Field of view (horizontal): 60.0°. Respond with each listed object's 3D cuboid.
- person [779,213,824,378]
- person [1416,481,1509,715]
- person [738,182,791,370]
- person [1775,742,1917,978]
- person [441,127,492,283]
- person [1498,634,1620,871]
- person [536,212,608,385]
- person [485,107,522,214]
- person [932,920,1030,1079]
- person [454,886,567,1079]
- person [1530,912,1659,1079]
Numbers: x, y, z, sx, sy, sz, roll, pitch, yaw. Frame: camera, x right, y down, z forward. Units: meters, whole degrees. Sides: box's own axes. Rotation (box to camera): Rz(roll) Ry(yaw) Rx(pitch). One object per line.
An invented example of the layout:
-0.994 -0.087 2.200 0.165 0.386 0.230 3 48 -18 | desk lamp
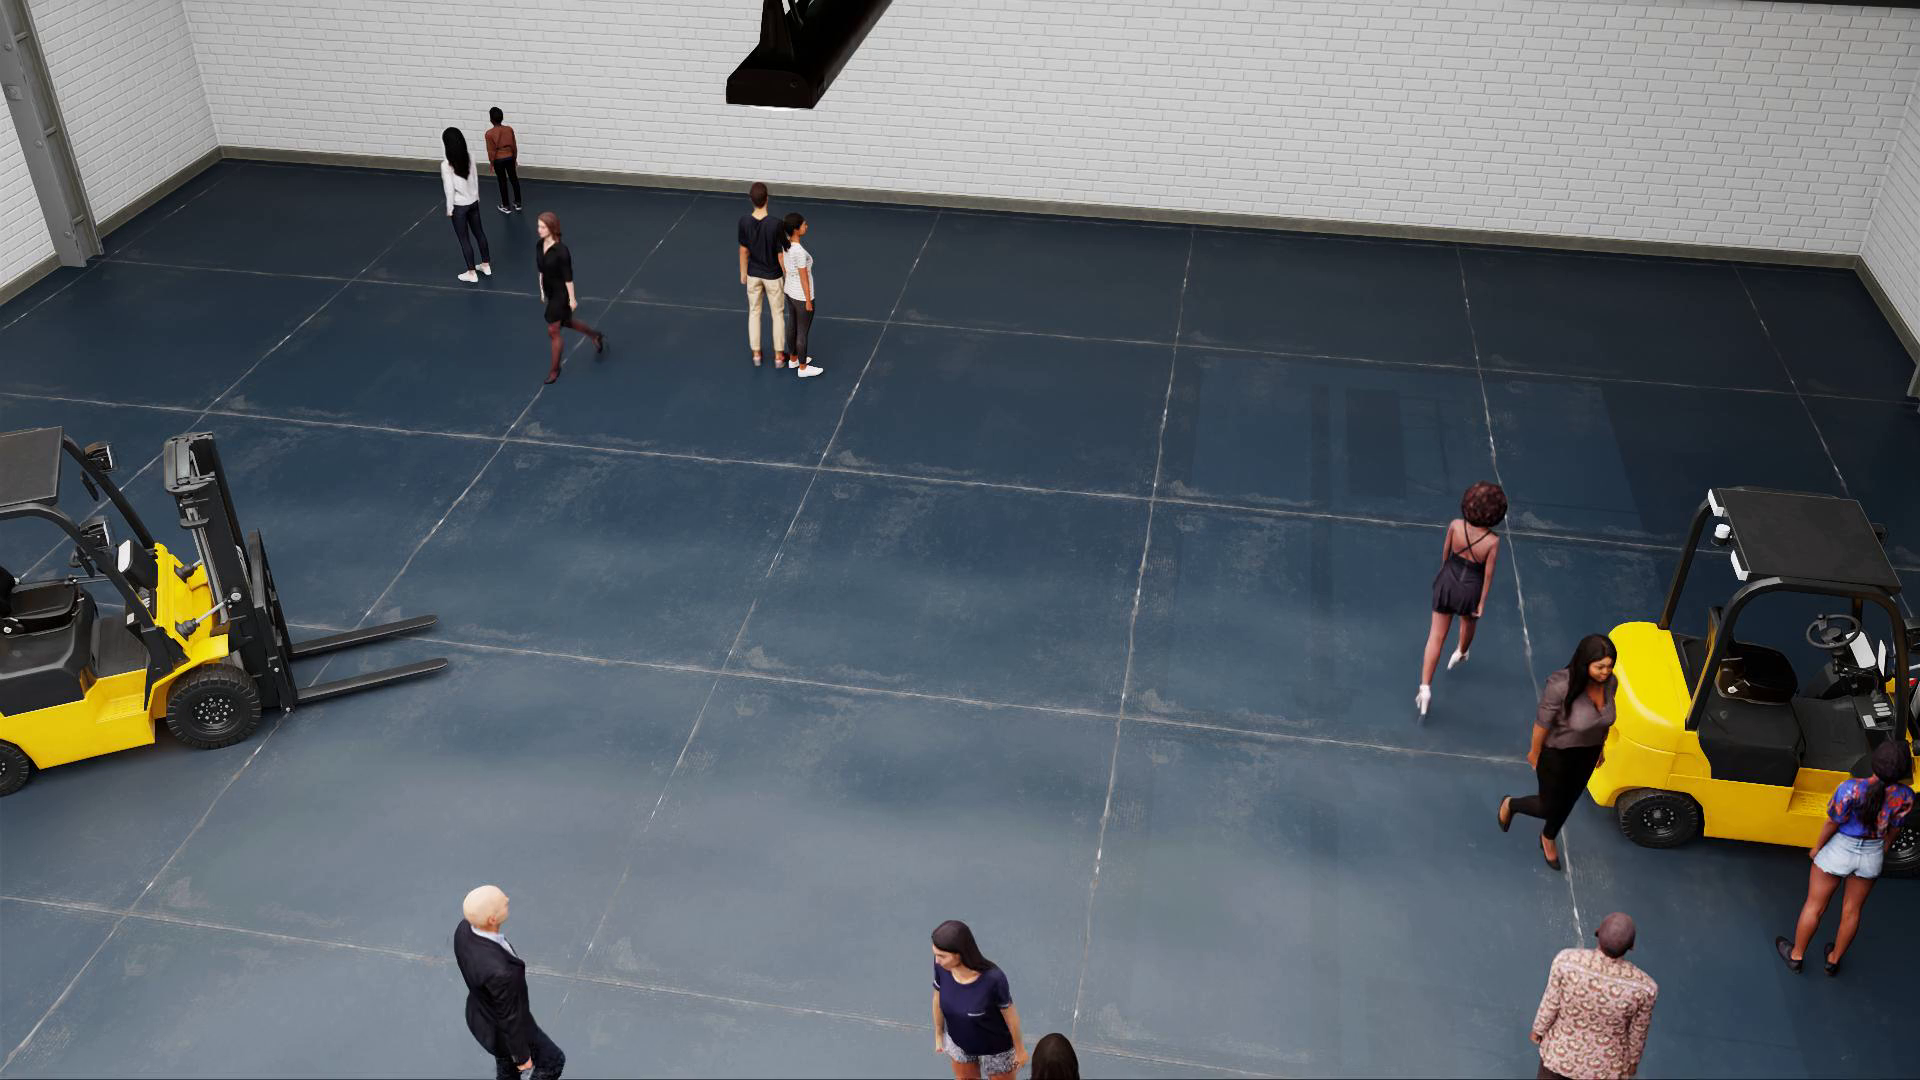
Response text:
-1.558 -2.378 16.039 0.720 1.646 0.641 -16 37 -23 | person
3.483 0.446 11.712 0.801 1.734 1.174 17 37 23 | person
-1.894 -2.558 16.128 0.634 1.848 0.548 5 34 8 | person
5.148 1.837 9.612 0.580 1.742 0.504 5 34 8 | person
-5.317 -3.610 17.844 0.747 1.701 0.612 17 37 24 | person
3.732 1.269 10.387 0.843 1.830 0.923 -11 35 -17 | person
-3.793 -2.361 15.989 0.933 1.675 1.130 26 41 33 | person
-5.372 -4.477 19.552 0.577 1.254 0.644 -23 40 -31 | person
0.137 2.559 8.534 0.790 1.733 0.889 11 35 16 | person
-2.409 2.515 8.550 0.868 1.788 0.820 -23 40 -31 | person
3.169 2.580 8.434 0.738 1.808 0.677 14 36 20 | person
